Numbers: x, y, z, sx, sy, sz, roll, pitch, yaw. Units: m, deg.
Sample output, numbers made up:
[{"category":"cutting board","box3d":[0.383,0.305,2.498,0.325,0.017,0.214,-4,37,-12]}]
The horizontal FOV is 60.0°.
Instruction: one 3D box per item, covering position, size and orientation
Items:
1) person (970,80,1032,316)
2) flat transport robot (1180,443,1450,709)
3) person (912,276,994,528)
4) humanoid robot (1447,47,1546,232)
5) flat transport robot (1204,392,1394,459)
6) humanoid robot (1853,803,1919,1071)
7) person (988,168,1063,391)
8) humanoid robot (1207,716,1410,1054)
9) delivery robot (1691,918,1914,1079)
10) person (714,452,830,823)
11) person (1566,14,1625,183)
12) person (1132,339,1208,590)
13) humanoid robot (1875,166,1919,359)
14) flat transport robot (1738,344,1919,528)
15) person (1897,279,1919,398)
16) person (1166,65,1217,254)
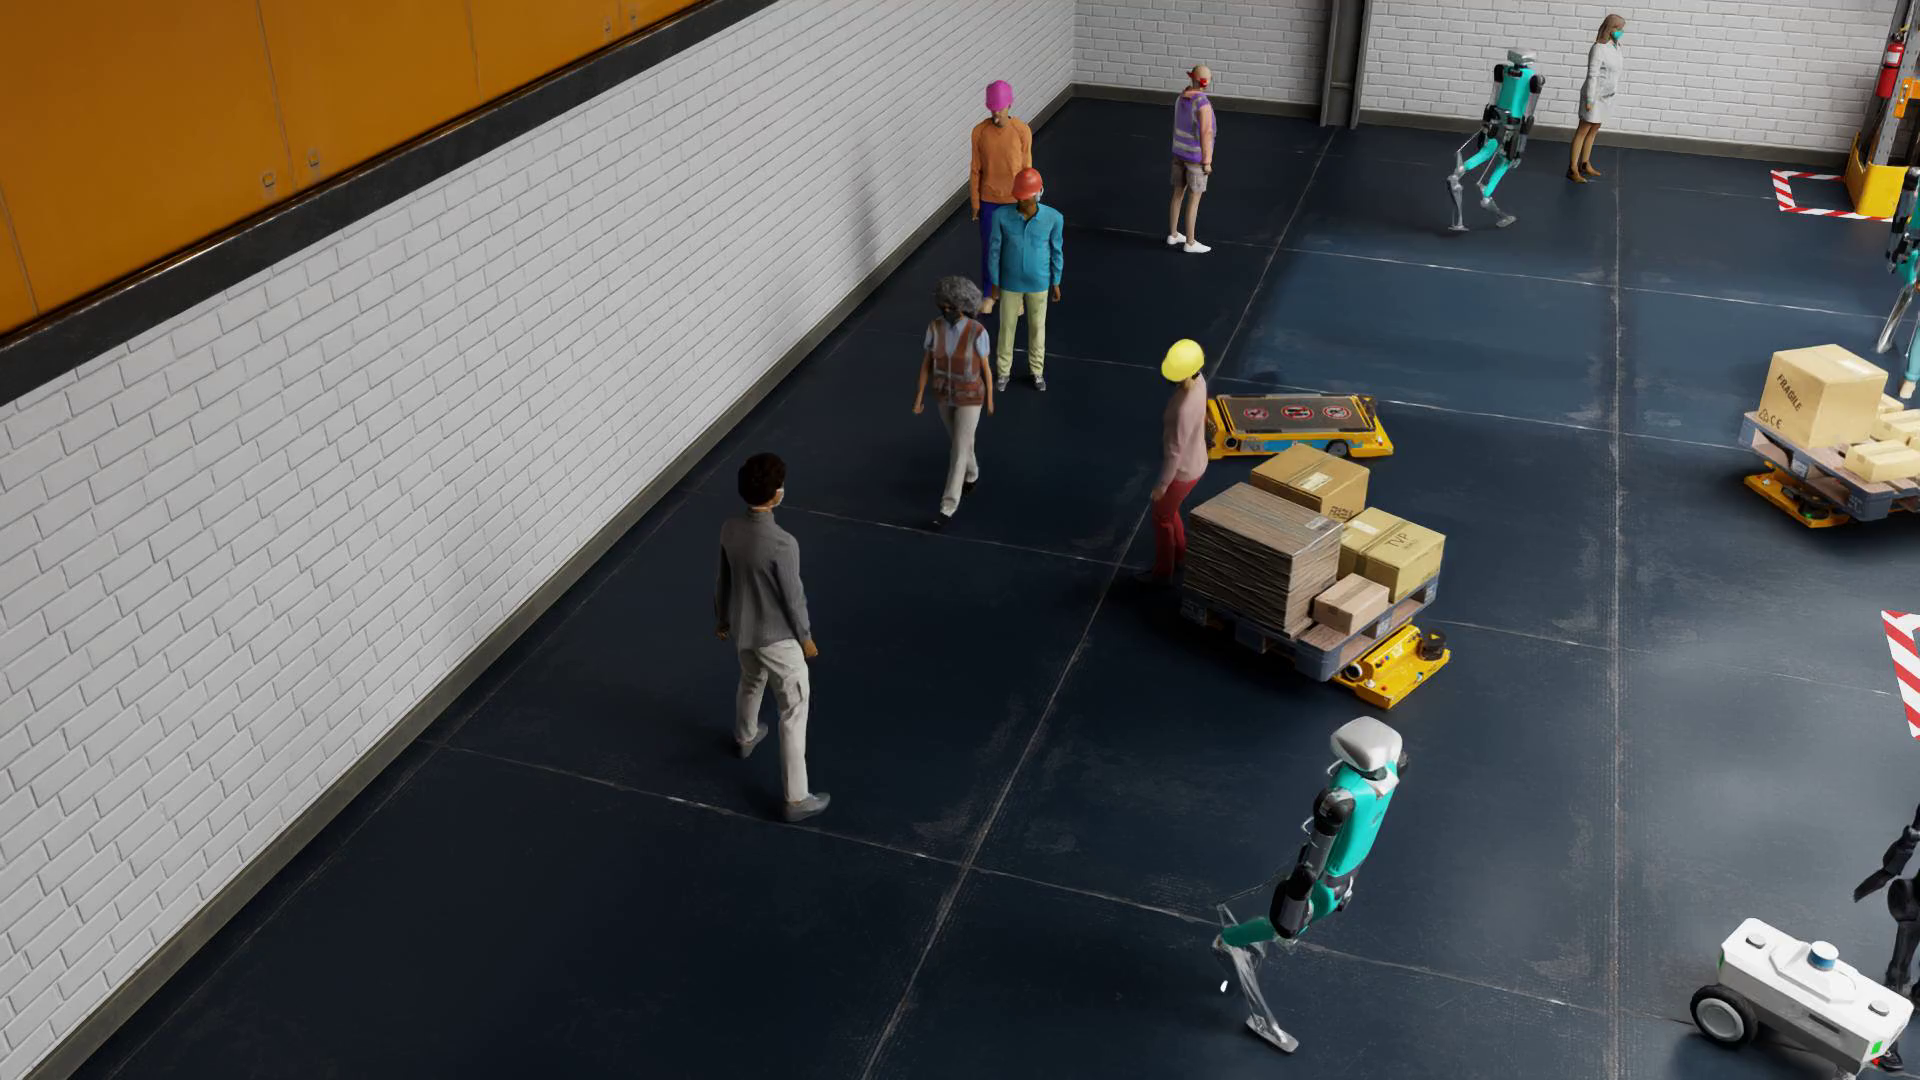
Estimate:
[{"category":"person","box3d":[0.335,-2.819,13.748,0.516,1.973,0.402,3,31,6]},{"category":"flat transport robot","box3d":[2.076,0.503,9.769,1.431,0.231,0.659,26,39,37]},{"category":"person","box3d":[-0.061,-0.910,10.801,0.473,1.637,0.859,15,34,24]},{"category":"humanoid robot","box3d":[4.866,-3.611,15.353,1.015,1.748,0.531,-18,35,-28]},{"category":"flat transport robot","box3d":[2.347,-0.818,12.018,1.431,0.231,0.659,-1,30,-2]},{"category":"humanoid robot","box3d":[4.061,1.410,6.867,0.622,1.635,0.613,5,31,8]},{"category":"person","box3d":[0.488,-1.946,12.476,0.561,1.746,0.336,1,30,2]},{"category":"humanoid robot","box3d":[1.311,1.427,6.855,0.834,1.870,0.548,25,39,36]},{"category":"delivery robot","box3d":[3.566,1.936,7.044,0.516,0.589,0.761,-25,38,-35]},{"category":"person","box3d":[-0.975,0.451,8.306,0.775,1.853,0.541,23,37,33]},{"category":"person","box3d":[6.484,-4.481,16.873,0.482,1.660,0.339,-26,39,-36]},{"category":"person","box3d":[1.275,-0.440,9.938,0.398,1.717,0.561,9,32,15]},{"category":"humanoid robot","box3d":[7.553,-2.239,12.989,0.530,1.781,0.725,24,38,34]},{"category":"flat transport robot","box3d":[6.154,-0.397,11.301,1.431,0.231,0.659,-9,32,-14]},{"category":"person","box3d":[7.376,-1.897,12.276,0.542,1.865,0.371,19,36,29]},{"category":"person","box3d":[2.104,-3.457,15.099,0.342,1.692,0.494,-16,34,-25]}]
